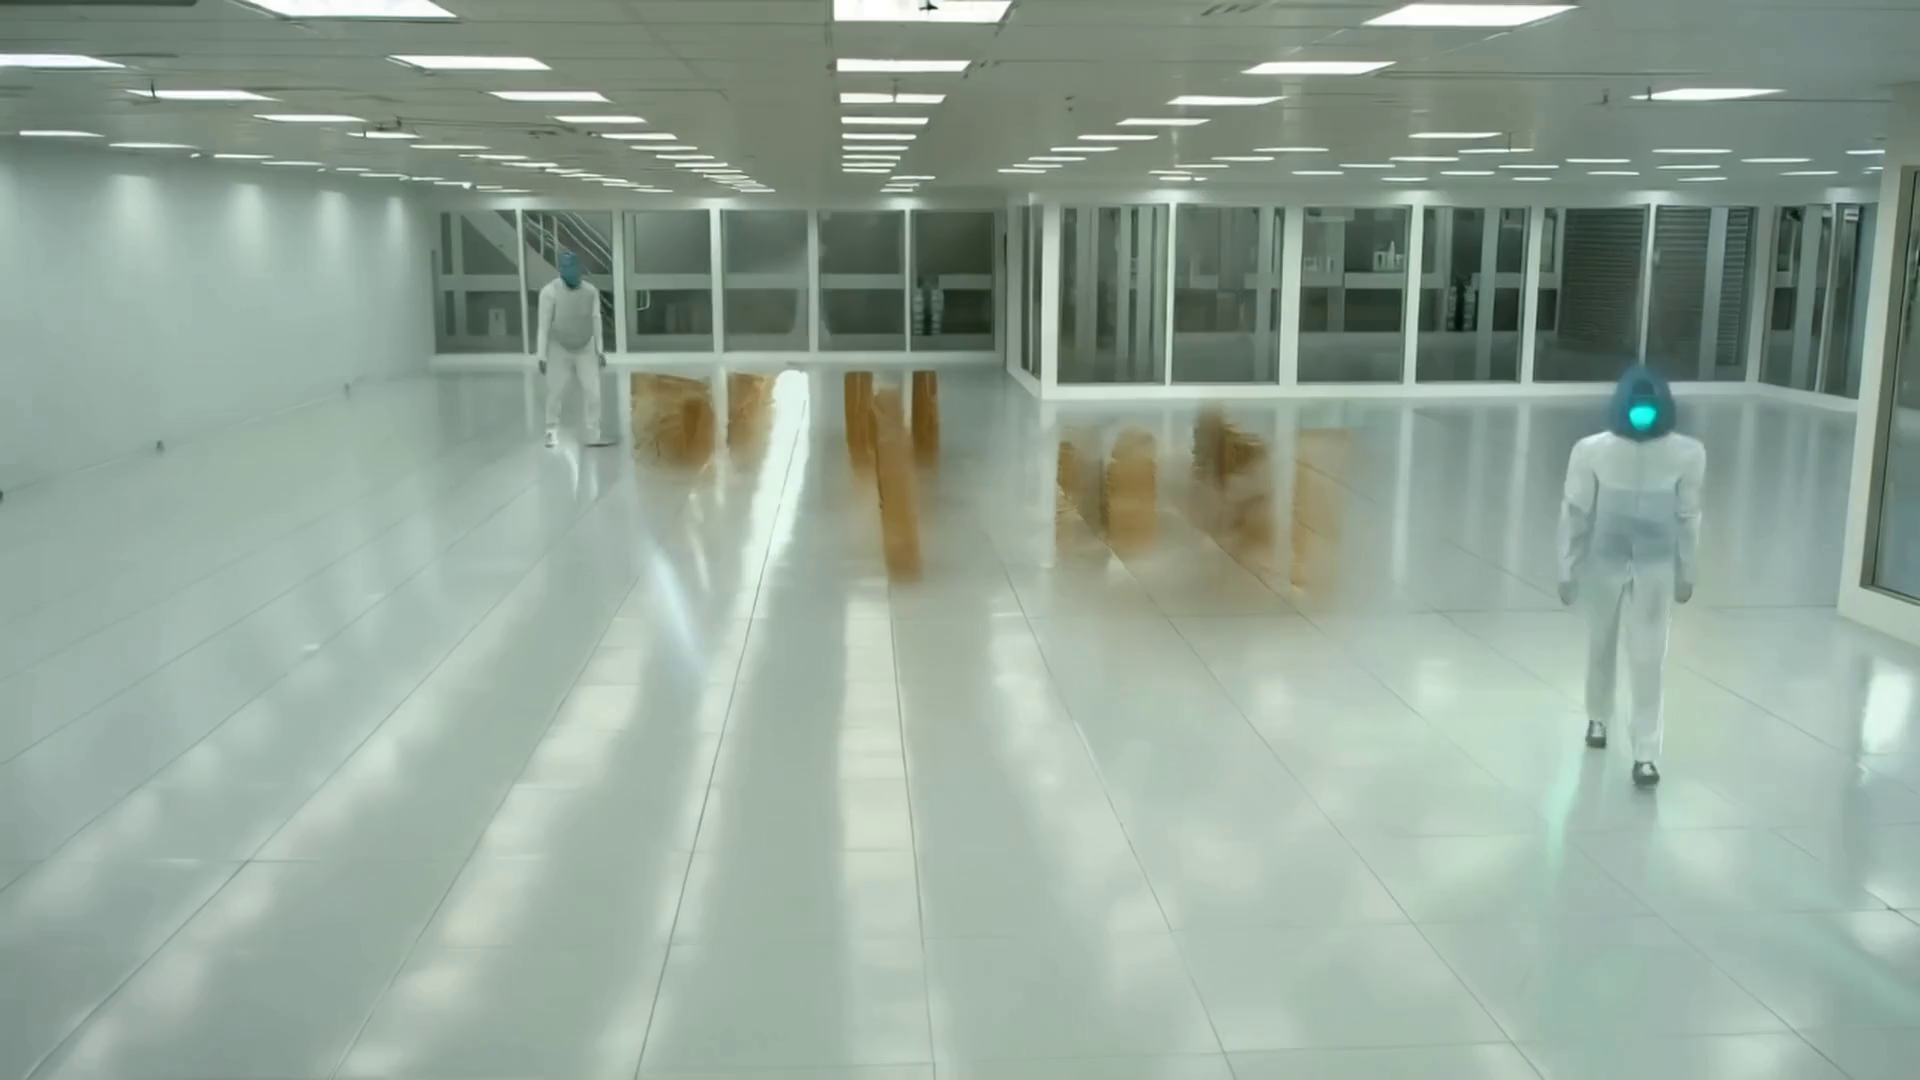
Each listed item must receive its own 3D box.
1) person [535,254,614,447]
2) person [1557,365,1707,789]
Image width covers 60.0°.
[{"bbox_3d":[-3.740,-1.813,16.091,0.735,1.864,0.834,-8,13,-37],"label":"person"},{"bbox_3d":[2.571,0.119,6.417,0.518,1.581,0.870,3,11,18],"label":"person"}]
